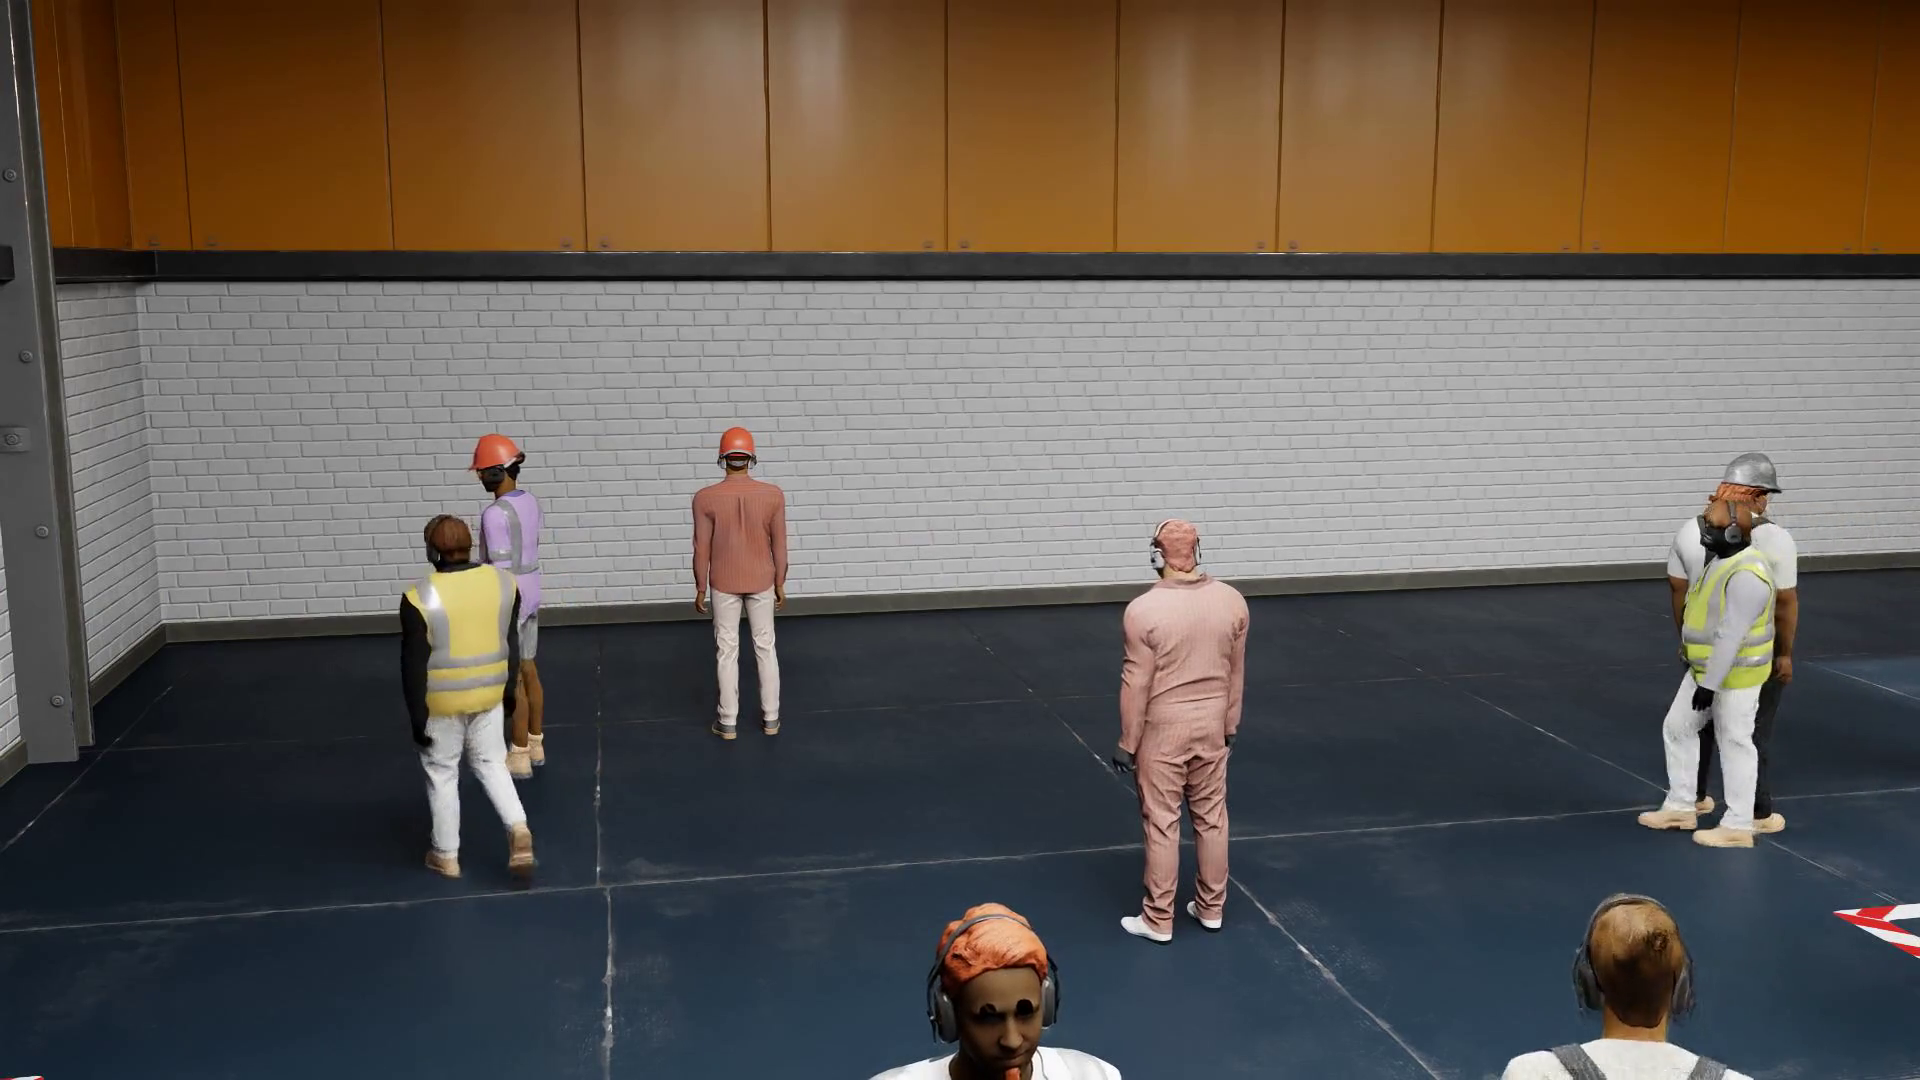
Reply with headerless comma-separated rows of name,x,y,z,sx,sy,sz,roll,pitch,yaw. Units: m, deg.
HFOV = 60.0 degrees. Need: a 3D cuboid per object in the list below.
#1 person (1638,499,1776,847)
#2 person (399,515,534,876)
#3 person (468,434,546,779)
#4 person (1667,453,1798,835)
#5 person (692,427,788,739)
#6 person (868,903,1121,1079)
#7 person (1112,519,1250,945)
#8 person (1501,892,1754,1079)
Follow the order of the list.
person,3.843,0.694,8.609,0.657,1.823,0.630,1,9,9
person,-2.398,0.780,8.079,0.636,1.826,0.697,-9,13,-42
person,-2.670,0.390,9.801,0.377,2.041,0.607,1,9,6
person,4.180,0.534,8.921,0.536,2.000,0.672,-7,11,-35
person,-1.407,0.275,10.637,0.612,1.995,0.393,-3,10,-18
person,0.046,1.577,3.045,0.572,1.883,0.354,-3,10,-20
person,0.964,0.849,7.430,0.636,1.902,0.405,-4,10,-25
person,1.304,1.582,3.333,0.522,1.786,0.985,1,9,9
